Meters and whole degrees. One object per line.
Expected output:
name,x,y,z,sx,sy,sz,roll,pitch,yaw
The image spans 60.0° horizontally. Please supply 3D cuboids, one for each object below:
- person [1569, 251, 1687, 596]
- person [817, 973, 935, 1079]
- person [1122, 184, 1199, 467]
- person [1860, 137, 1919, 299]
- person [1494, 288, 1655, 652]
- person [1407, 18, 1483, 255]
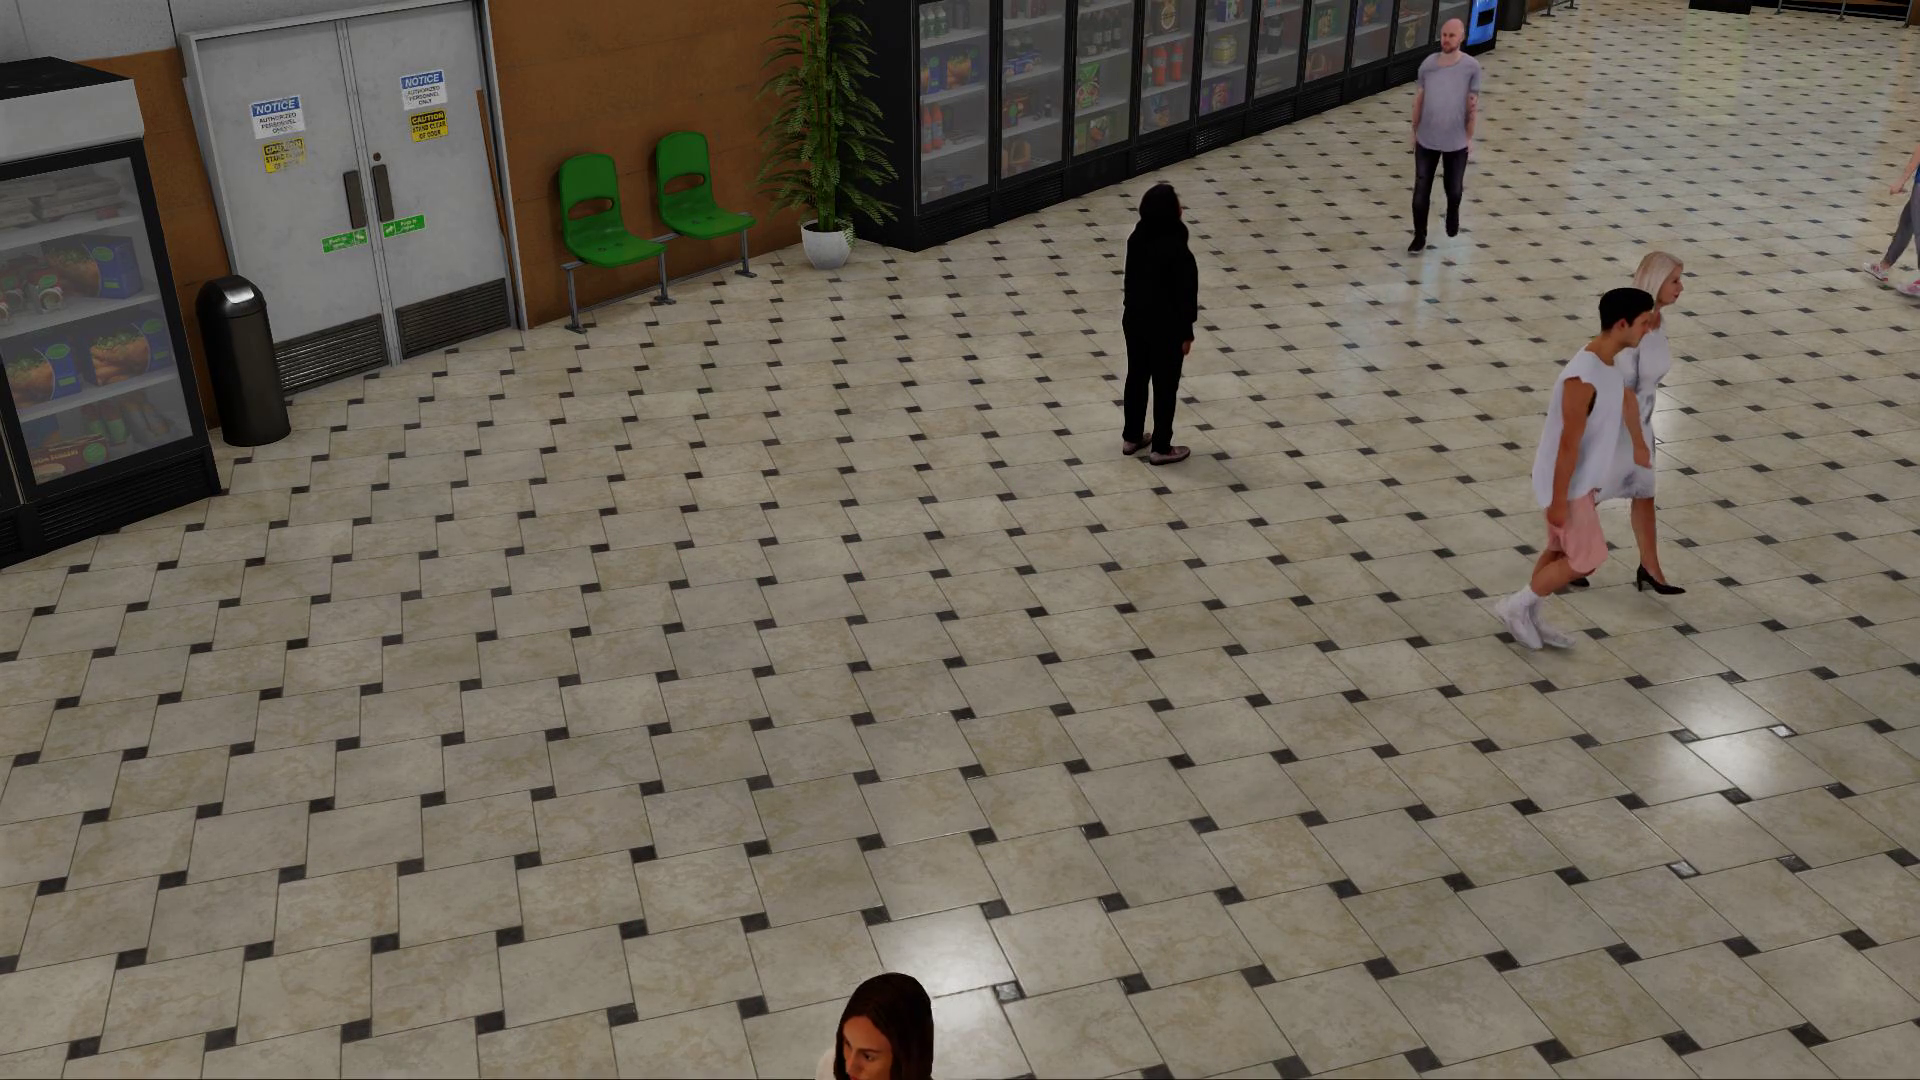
person,3.119,-0.547,8.036,0.631,1.724,0.890,-24,35,-38
person,-0.100,1.613,3.831,0.533,1.675,0.690,20,33,34
person,1.118,-1.223,9.489,0.737,1.615,0.606,-21,34,-36
person,7.142,-2.545,12.126,0.719,1.587,0.929,-18,32,-31
person,2.675,-0.290,7.494,0.733,1.754,0.734,16,31,28
person,3.834,-3.183,13.124,0.862,1.823,0.821,14,30,26
